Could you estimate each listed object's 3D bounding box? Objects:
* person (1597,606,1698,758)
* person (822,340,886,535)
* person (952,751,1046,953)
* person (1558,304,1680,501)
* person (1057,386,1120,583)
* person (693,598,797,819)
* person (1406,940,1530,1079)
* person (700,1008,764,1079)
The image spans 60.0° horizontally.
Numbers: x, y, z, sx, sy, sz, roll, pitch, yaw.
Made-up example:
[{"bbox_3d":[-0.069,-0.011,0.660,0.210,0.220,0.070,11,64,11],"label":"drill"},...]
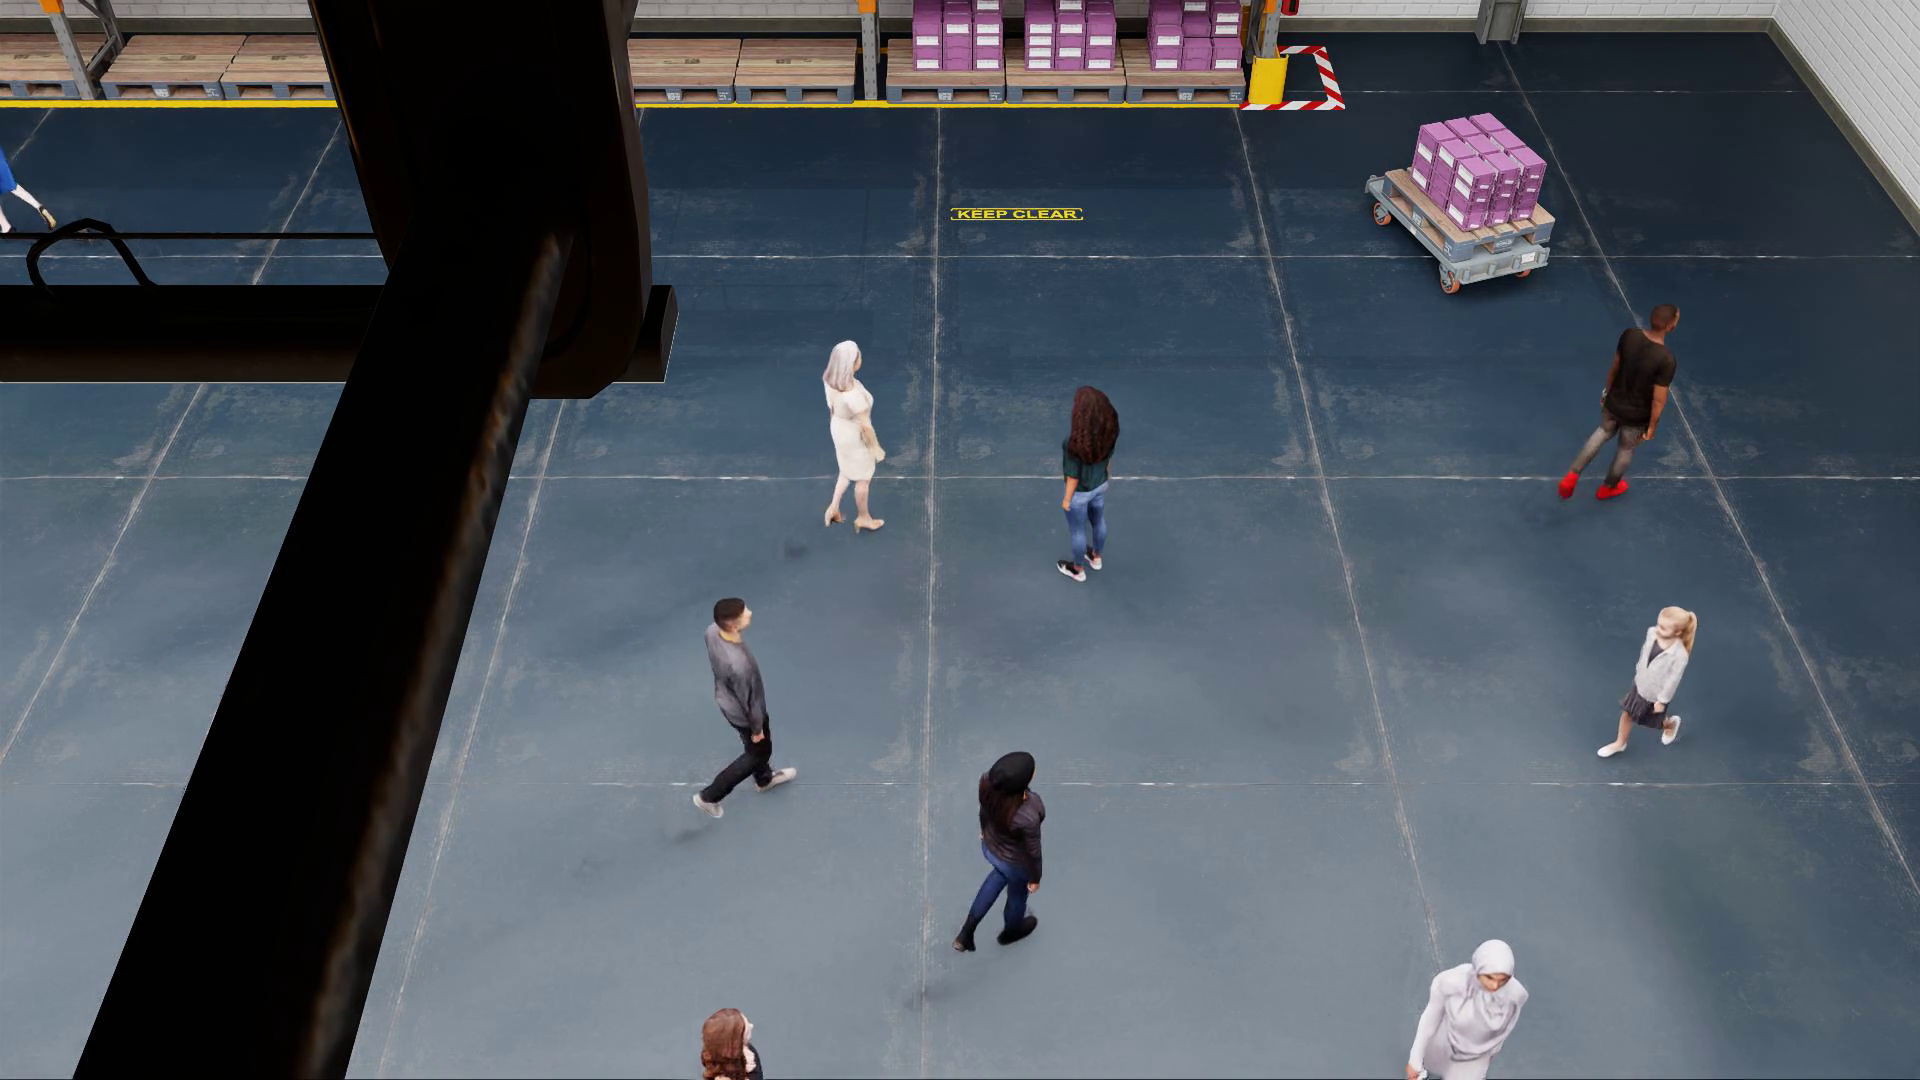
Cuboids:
[{"bbox_3d":[4.388,0.897,10.413,0.839,1.257,0.691,-17,46,-17],"label":"person"},{"bbox_3d":[-0.806,-0.655,11.700,0.811,1.729,0.755,-24,49,-23],"label":"person"},{"bbox_3d":[0.206,1.773,9.145,0.972,1.737,0.890,-29,51,-27],"label":"person"},{"bbox_3d":[4.749,-0.942,11.954,1.061,1.794,0.948,-25,49,-24],"label":"person"},{"bbox_3d":[0.872,-0.383,11.497,0.703,1.615,0.774,-29,51,-27],"label":"person"},{"bbox_3d":[-1.370,1.021,9.929,1.056,1.744,0.917,-24,49,-23],"label":"person"},{"bbox_3d":[2.480,2.489,8.393,1.133,1.738,0.876,10,45,11],"label":"person"},{"bbox_3d":[-1.153,2.832,8.061,1.210,1.699,0.868,-15,45,-15],"label":"person"}]
